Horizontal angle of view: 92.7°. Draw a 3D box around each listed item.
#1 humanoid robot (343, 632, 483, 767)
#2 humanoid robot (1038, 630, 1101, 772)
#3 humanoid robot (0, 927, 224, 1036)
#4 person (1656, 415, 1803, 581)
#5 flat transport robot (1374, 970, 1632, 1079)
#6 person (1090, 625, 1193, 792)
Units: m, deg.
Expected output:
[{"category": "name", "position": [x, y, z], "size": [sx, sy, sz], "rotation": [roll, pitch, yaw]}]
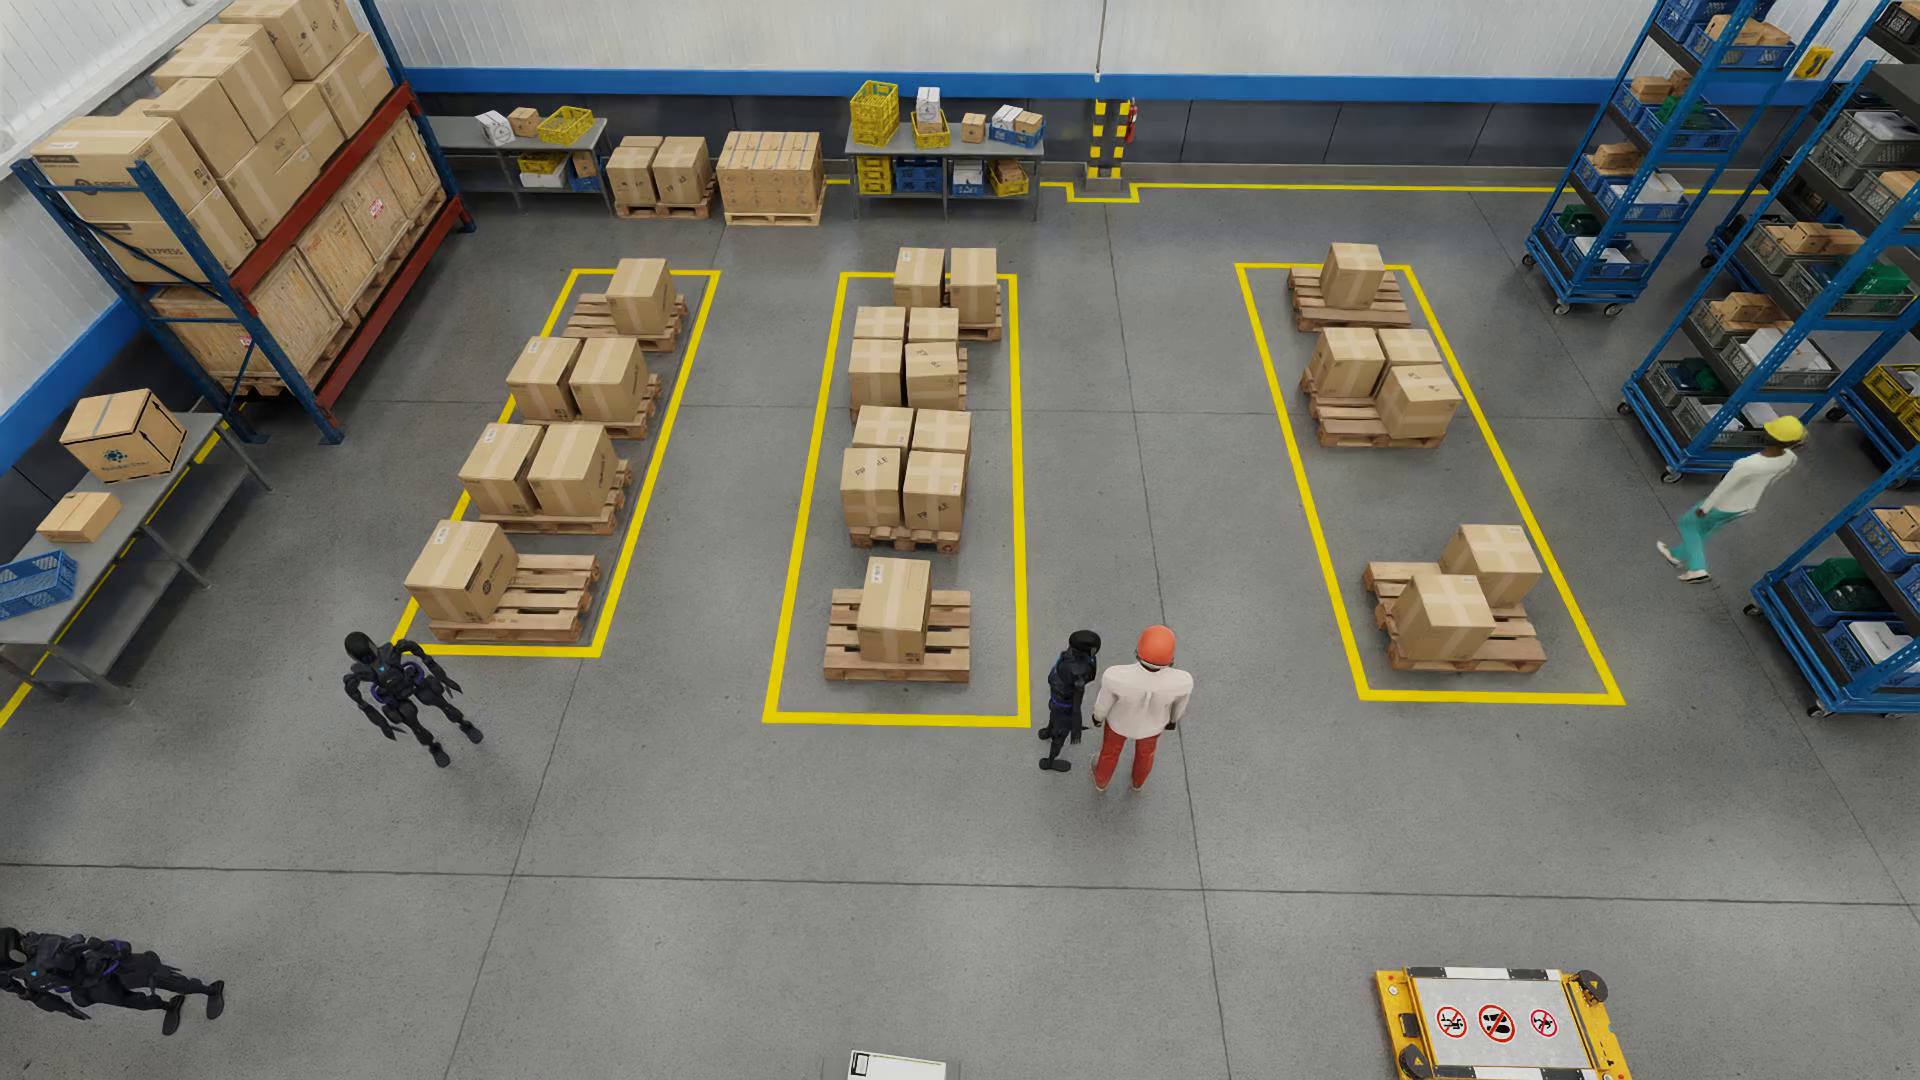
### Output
[{"category": "humanoid robot", "position": [-3.989, 1.136, 6.650], "size": [0.337, 1.649, 0.578], "rotation": [36, 59, 25]}, {"category": "humanoid robot", "position": [0.787, 1.141, 6.646], "size": [0.327, 1.651, 0.569], "rotation": [2, 51, 1]}, {"category": "humanoid robot", "position": [-5.063, 2.613, 5.446], "size": [0.570, 1.651, 0.335], "rotation": [-22, 54, -17]}, {"category": "person", "position": [6.563, -0.306, 7.783], "size": [0.540, 1.749, 0.524], "rotation": [-8, 51, -7]}, {"category": "flat transport robot", "position": [3.501, 3.133, 5.914], "size": [1.431, 0.197, 0.652], "rotation": [1, 51, 1]}, {"category": "person", "position": [1.228, 1.218, 6.380], "size": [0.621, 1.993, 0.379], "rotation": [2, 51, 1]}]
